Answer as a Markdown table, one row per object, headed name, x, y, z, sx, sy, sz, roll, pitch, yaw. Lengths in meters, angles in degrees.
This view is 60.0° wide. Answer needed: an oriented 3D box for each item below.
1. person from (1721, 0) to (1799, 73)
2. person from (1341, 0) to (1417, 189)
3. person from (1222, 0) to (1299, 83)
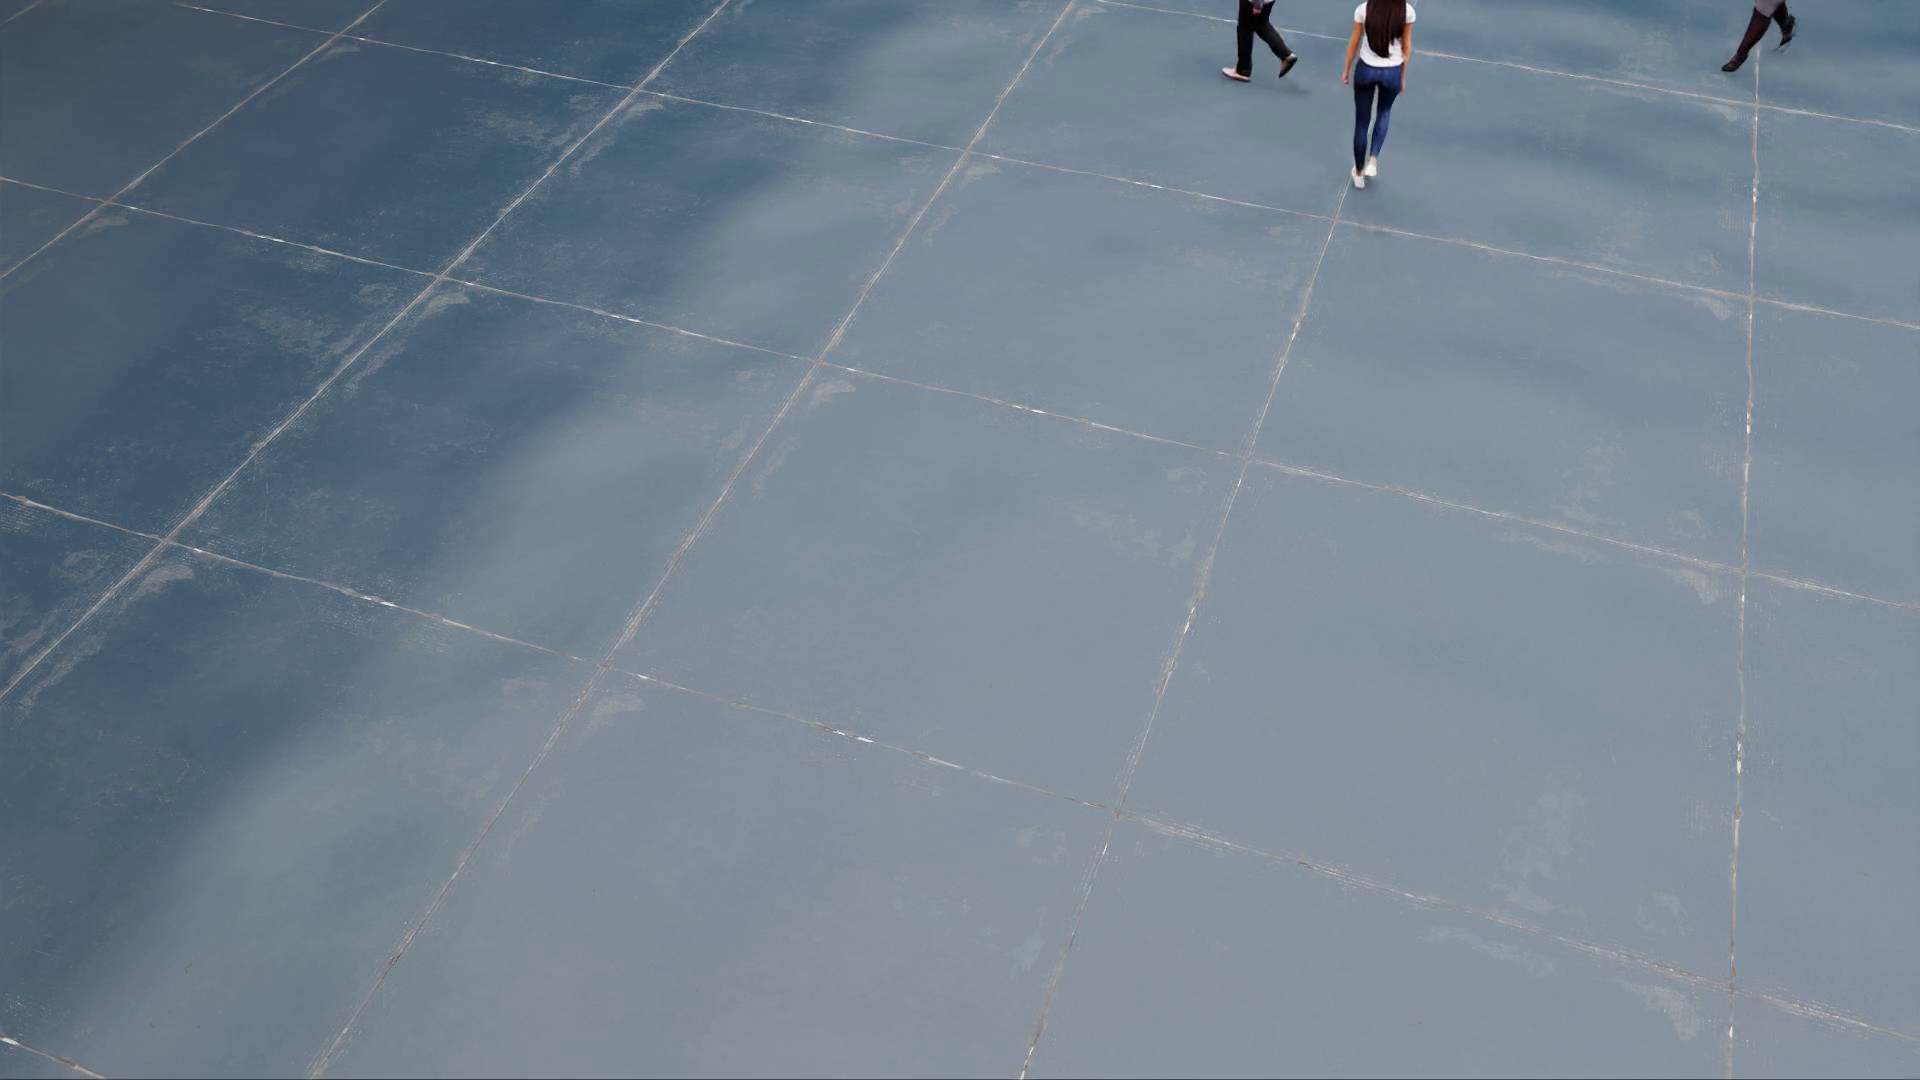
| name | x | y | z | sx | sy | sz | roll | pitch | yaw |
| --- | --- | --- | --- | --- | --- | --- | --- | --- | --- |
| person | 6.930 | -4.801 | 13.948 | 1.170 | 1.728 | 1.104 | -17 | 46 | -17 |
| person | 3.125 | -3.415 | 12.436 | 0.587 | 1.764 | 0.733 | 6 | 43 | 7 |
| person | 2.563 | -4.517 | 13.751 | 0.907 | 1.580 | 0.764 | 23 | 48 | 22 |
